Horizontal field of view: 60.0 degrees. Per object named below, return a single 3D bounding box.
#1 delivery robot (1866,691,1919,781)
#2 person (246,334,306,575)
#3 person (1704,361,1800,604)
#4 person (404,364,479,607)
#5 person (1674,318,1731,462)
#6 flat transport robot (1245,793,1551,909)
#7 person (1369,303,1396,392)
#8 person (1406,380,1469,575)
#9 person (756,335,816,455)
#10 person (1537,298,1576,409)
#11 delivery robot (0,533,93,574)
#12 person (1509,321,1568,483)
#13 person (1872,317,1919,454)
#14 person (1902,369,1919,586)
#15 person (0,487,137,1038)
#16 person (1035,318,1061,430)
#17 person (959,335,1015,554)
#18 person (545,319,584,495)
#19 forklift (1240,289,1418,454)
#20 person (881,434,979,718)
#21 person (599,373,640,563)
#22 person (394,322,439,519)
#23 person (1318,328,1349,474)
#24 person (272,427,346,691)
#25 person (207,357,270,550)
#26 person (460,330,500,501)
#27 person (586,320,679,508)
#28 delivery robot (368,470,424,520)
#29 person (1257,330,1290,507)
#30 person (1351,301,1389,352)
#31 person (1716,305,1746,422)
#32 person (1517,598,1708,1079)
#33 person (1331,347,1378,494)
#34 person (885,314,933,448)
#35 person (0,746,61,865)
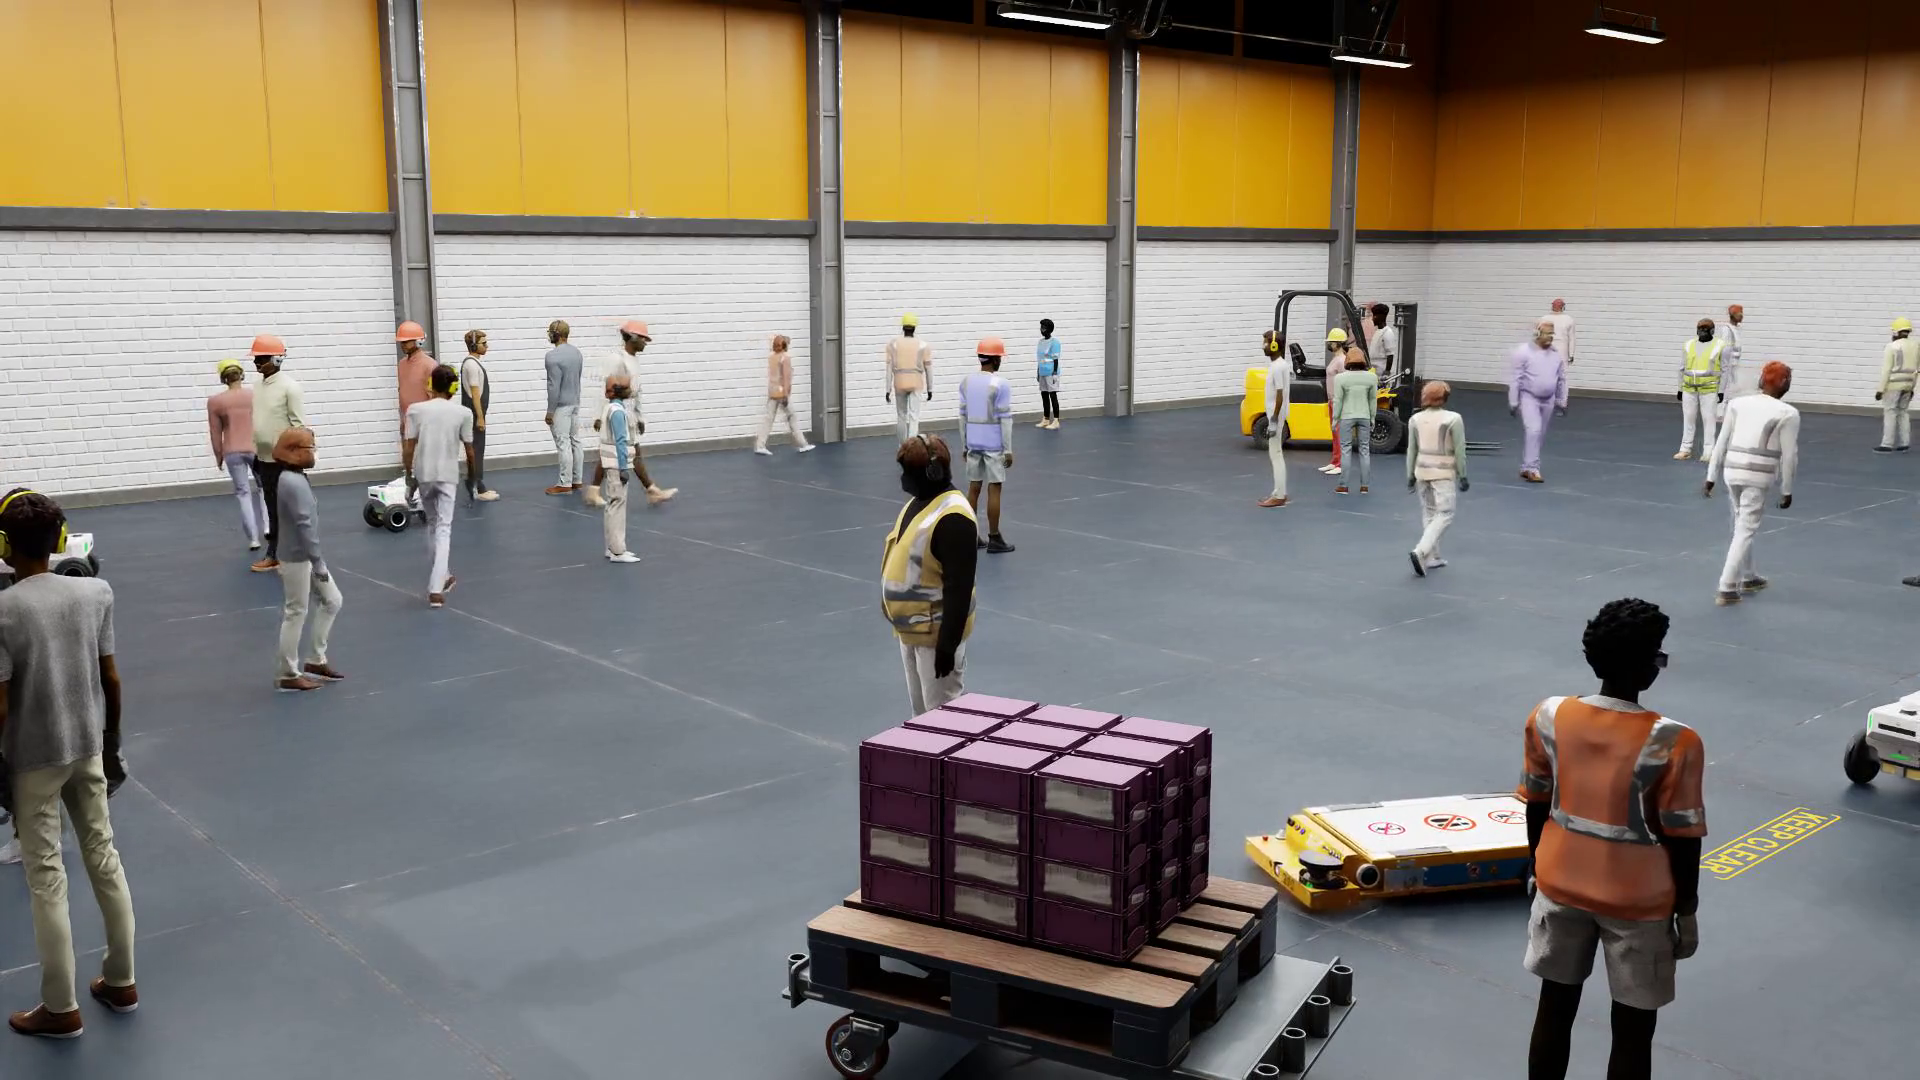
[{"bbox_3d":[4.832,0.917,8.239,0.707,0.478,0.477,-6,11,-32],"label":"delivery robot"},{"bbox_3d":[-5.675,-0.706,13.805,0.608,1.996,0.379,6,12,32],"label":"person"},{"bbox_3d":[6.105,-0.443,12.715,0.884,1.839,0.640,-5,11,-29],"label":"person"},{"bbox_3d":[-3.966,-0.432,12.767,0.504,1.798,0.954,-1,10,-3],"label":"person"},{"bbox_3d":[9.547,-1.932,21.434,0.429,1.841,0.633,-9,13,-42],"label":"person"},{"bbox_3d":[2.012,1.303,7.087,1.431,0.197,0.652,-2,10,-14],"label":"flat transport robot"},{"bbox_3d":[6.054,-2.417,23.921,0.373,1.962,0.605,0,10,-3],"label":"person"},{"bbox_3d":[3.932,-0.522,13.820,0.701,1.615,0.532,-7,12,-36],"label":"person"},{"bbox_3d":[-2.368,-1.924,22.111,0.879,1.585,0.540,-7,12,-37],"label":"person"},{"bbox_3d":[10.324,-3.226,28.819,0.651,1.907,0.409,5,11,27],"label":"person"},{"bbox_3d":[-7.242,0.085,13.113,0.707,0.478,0.477,-4,10,-21],"label":"delivery robot"},{"bbox_3d":[6.799,-1.605,19.386,0.669,1.876,0.819,-2,10,-13],"label":"person"},{"bbox_3d":[12.504,-2.058,22.201,0.598,1.832,0.403,-3,10,-19],"label":"person"},{"bbox_3d":[7.835,-0.562,13.206,0.566,1.914,0.589,4,11,24],"label":"person"},{"bbox_3d":[-3.080,0.752,5.629,0.328,1.874,0.521,5,11,29],"label":"person"},{"bbox_3d":[1.344,-2.534,25.401,0.319,1.691,0.535,-6,11,-29],"label":"person"},{"bbox_3d":[0.255,-0.851,14.826,0.551,1.934,0.373,8,13,39],"label":"person"},{"bbox_3d":[-4.401,-1.468,18.432,0.372,1.940,0.630,3,10,15],"label":"person"},{"bbox_3d":[5.034,-2.339,22.783,2.313,2.155,1.214,3,10,16],"label":"forklift"},{"bbox_3d":[-0.147,0.425,7.650,0.429,1.839,0.621,-3,10,-19],"label":"person"},{"bbox_3d":[-2.949,-0.623,14.364,0.310,1.638,0.522,-3,10,-19],"label":"person"},{"bbox_3d":[-5.443,-1.194,16.696,0.614,1.987,0.407,7,12,37],"label":"person"},{"bbox_3d":[4.552,-1.676,20.151,0.315,1.770,0.523,0,10,1],"label":"person"},{"bbox_3d":[-3.935,0.122,10.076,0.508,1.618,0.506,-3,10,-17],"label":"person"},{"bbox_3d":[-6.424,-0.774,14.968,0.590,1.723,0.443,-3,10,-19],"label":"person"},{"bbox_3d":[-5.212,-1.346,17.992,0.343,1.846,0.507,-4,10,-20],"label":"person"},{"bbox_3d":[-3.491,-1.305,17.399,1.028,1.963,0.685,1,10,6],"label":"person"},{"bbox_3d":[-5.356,-0.437,16.168,0.707,0.478,0.477,-9,13,-42],"label":"delivery robot"},{"bbox_3d":[3.306,-1.272,17.499,0.310,1.865,0.532,2,10,14],"label":"person"},{"bbox_3d":[7.167,-3.263,29.204,0.666,1.864,0.961,7,12,37],"label":"person"},{"bbox_3d":[12.211,-2.782,26.318,0.622,1.868,0.451,-9,13,-43],"label":"person"},{"bbox_3d":[1.832,0.998,4.694,0.316,1.698,0.540,-8,13,-41],"label":"person"},{"bbox_3d":[4.377,-1.323,18.477,0.498,1.633,0.283,-1,10,-4],"label":"person"},{"bbox_3d":[-0.663,-2.022,21.852,0.613,1.874,0.983,0,10,3],"label":"person"},{"bbox_3d":[-4.371,0.534,6.938,1.035,1.858,0.620,-6,12,-33],"label":"person"}]
